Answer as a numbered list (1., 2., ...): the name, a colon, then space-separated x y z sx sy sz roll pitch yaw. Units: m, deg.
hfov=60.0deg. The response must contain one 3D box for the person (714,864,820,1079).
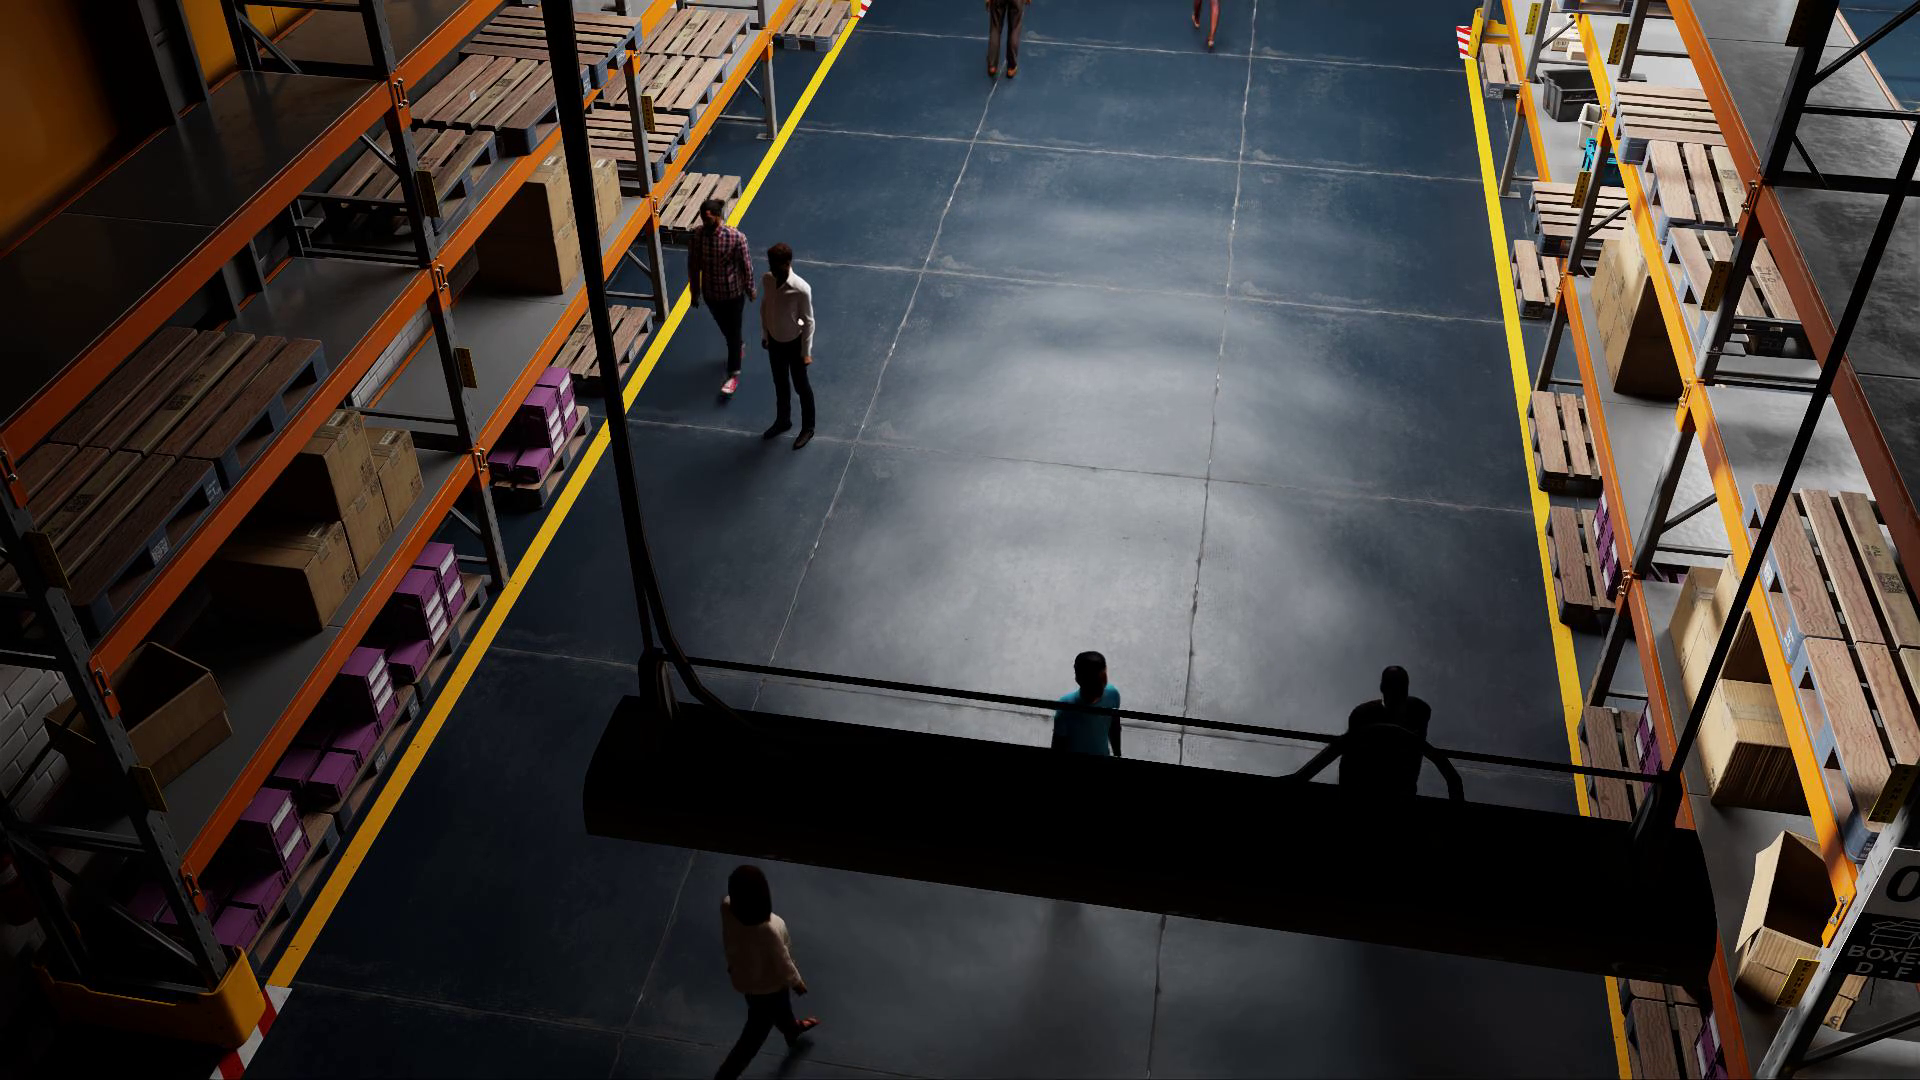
1. person: -1.132 2.401 8.879 1.139 1.643 1.036 -27 46 -30

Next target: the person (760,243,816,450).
1. person: -1.422 -1.637 13.755 0.733 1.867 0.698 24 44 27

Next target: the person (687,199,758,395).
1. person: -2.053 -2.238 14.617 0.740 1.731 1.040 9 39 11

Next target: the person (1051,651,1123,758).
1. person: 0.688 1.318 10.134 0.724 1.768 0.791 -25 45 -28

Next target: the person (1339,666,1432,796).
1. person: 2.493 1.396 10.020 0.805 1.790 0.873 -6 39 -7

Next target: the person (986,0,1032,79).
1. person: 0.578 -6.401 19.691 0.717 1.904 0.672 4 39 5

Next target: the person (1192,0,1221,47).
1. person: 3.130 -6.967 20.587 0.740 1.670 1.239 1 39 1
